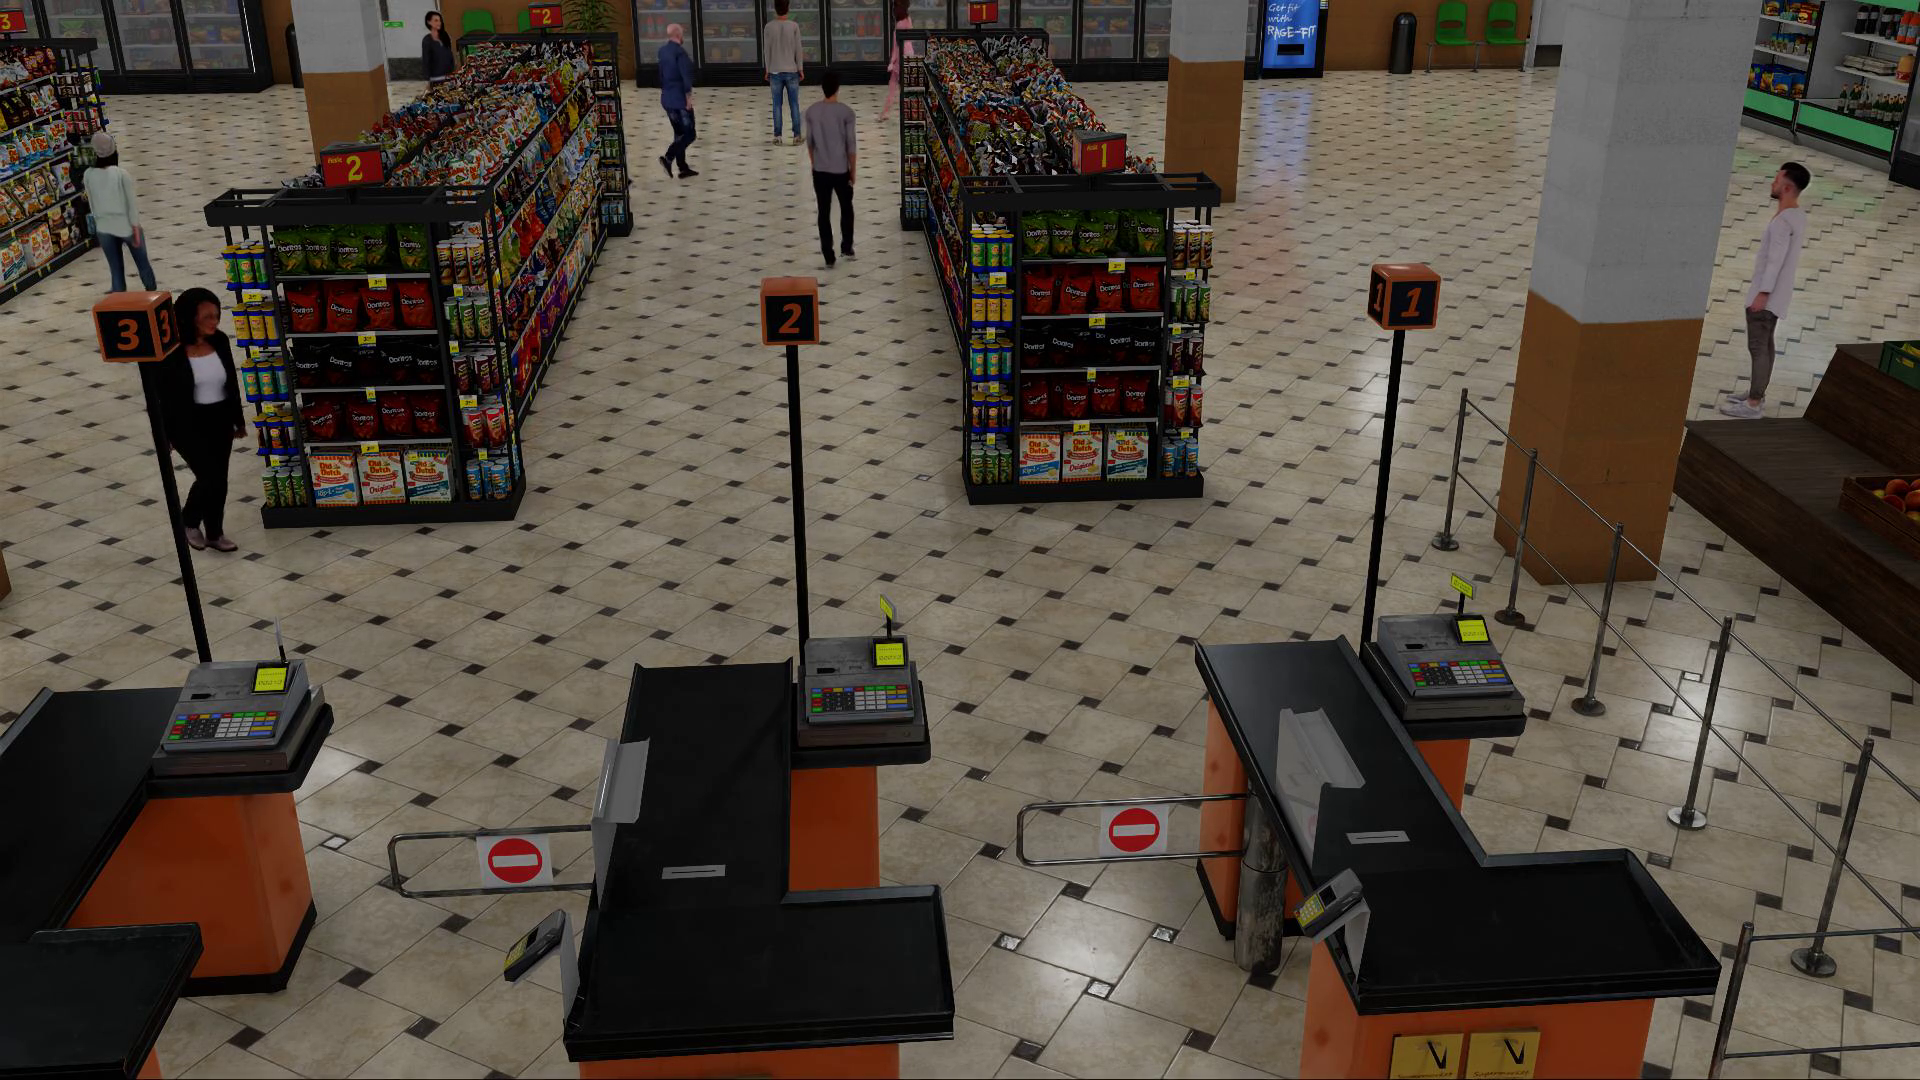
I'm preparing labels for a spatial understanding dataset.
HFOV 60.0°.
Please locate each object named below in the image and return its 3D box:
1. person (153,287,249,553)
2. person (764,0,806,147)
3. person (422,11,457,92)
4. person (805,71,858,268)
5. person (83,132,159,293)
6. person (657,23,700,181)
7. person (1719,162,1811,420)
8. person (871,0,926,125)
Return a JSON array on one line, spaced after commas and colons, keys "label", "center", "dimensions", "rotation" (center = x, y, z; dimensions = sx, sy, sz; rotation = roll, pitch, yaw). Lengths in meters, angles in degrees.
[{"label": "person", "center": [-4.485, -0.688, 9.743], "dimensions": [0.873, 1.584, 0.789], "rotation": [16, 28, 32]}, {"label": "person", "center": [-2.311, -6.157, 21.843], "dimensions": [0.675, 1.903, 0.563], "rotation": [-1, 24, -2]}, {"label": "person", "center": [-6.753, -5.894, 21.458], "dimensions": [1.069, 1.731, 1.143], "rotation": [11, 26, 24]}, {"label": "person", "center": [-1.250, -3.515, 15.905], "dimensions": [0.716, 1.824, 0.764], "rotation": [2, 24, 4]}, {"label": "person", "center": [-7.141, -2.590, 14.050], "dimensions": [0.589, 1.617, 0.939], "rotation": [-3, 24, -8]}, {"label": "person", "center": [-3.377, -5.140, 19.632], "dimensions": [1.034, 1.812, 1.087], "rotation": [20, 30, 38]}, {"label": "person", "center": [5.825, -1.797, 11.958], "dimensions": [0.805, 1.840, 0.713], "rotation": [15, 28, 30]}, {"label": "person", "center": [-0.681, -6.574, 22.988], "dimensions": [0.804, 1.750, 1.090], "rotation": [2, 24, 4]}]
